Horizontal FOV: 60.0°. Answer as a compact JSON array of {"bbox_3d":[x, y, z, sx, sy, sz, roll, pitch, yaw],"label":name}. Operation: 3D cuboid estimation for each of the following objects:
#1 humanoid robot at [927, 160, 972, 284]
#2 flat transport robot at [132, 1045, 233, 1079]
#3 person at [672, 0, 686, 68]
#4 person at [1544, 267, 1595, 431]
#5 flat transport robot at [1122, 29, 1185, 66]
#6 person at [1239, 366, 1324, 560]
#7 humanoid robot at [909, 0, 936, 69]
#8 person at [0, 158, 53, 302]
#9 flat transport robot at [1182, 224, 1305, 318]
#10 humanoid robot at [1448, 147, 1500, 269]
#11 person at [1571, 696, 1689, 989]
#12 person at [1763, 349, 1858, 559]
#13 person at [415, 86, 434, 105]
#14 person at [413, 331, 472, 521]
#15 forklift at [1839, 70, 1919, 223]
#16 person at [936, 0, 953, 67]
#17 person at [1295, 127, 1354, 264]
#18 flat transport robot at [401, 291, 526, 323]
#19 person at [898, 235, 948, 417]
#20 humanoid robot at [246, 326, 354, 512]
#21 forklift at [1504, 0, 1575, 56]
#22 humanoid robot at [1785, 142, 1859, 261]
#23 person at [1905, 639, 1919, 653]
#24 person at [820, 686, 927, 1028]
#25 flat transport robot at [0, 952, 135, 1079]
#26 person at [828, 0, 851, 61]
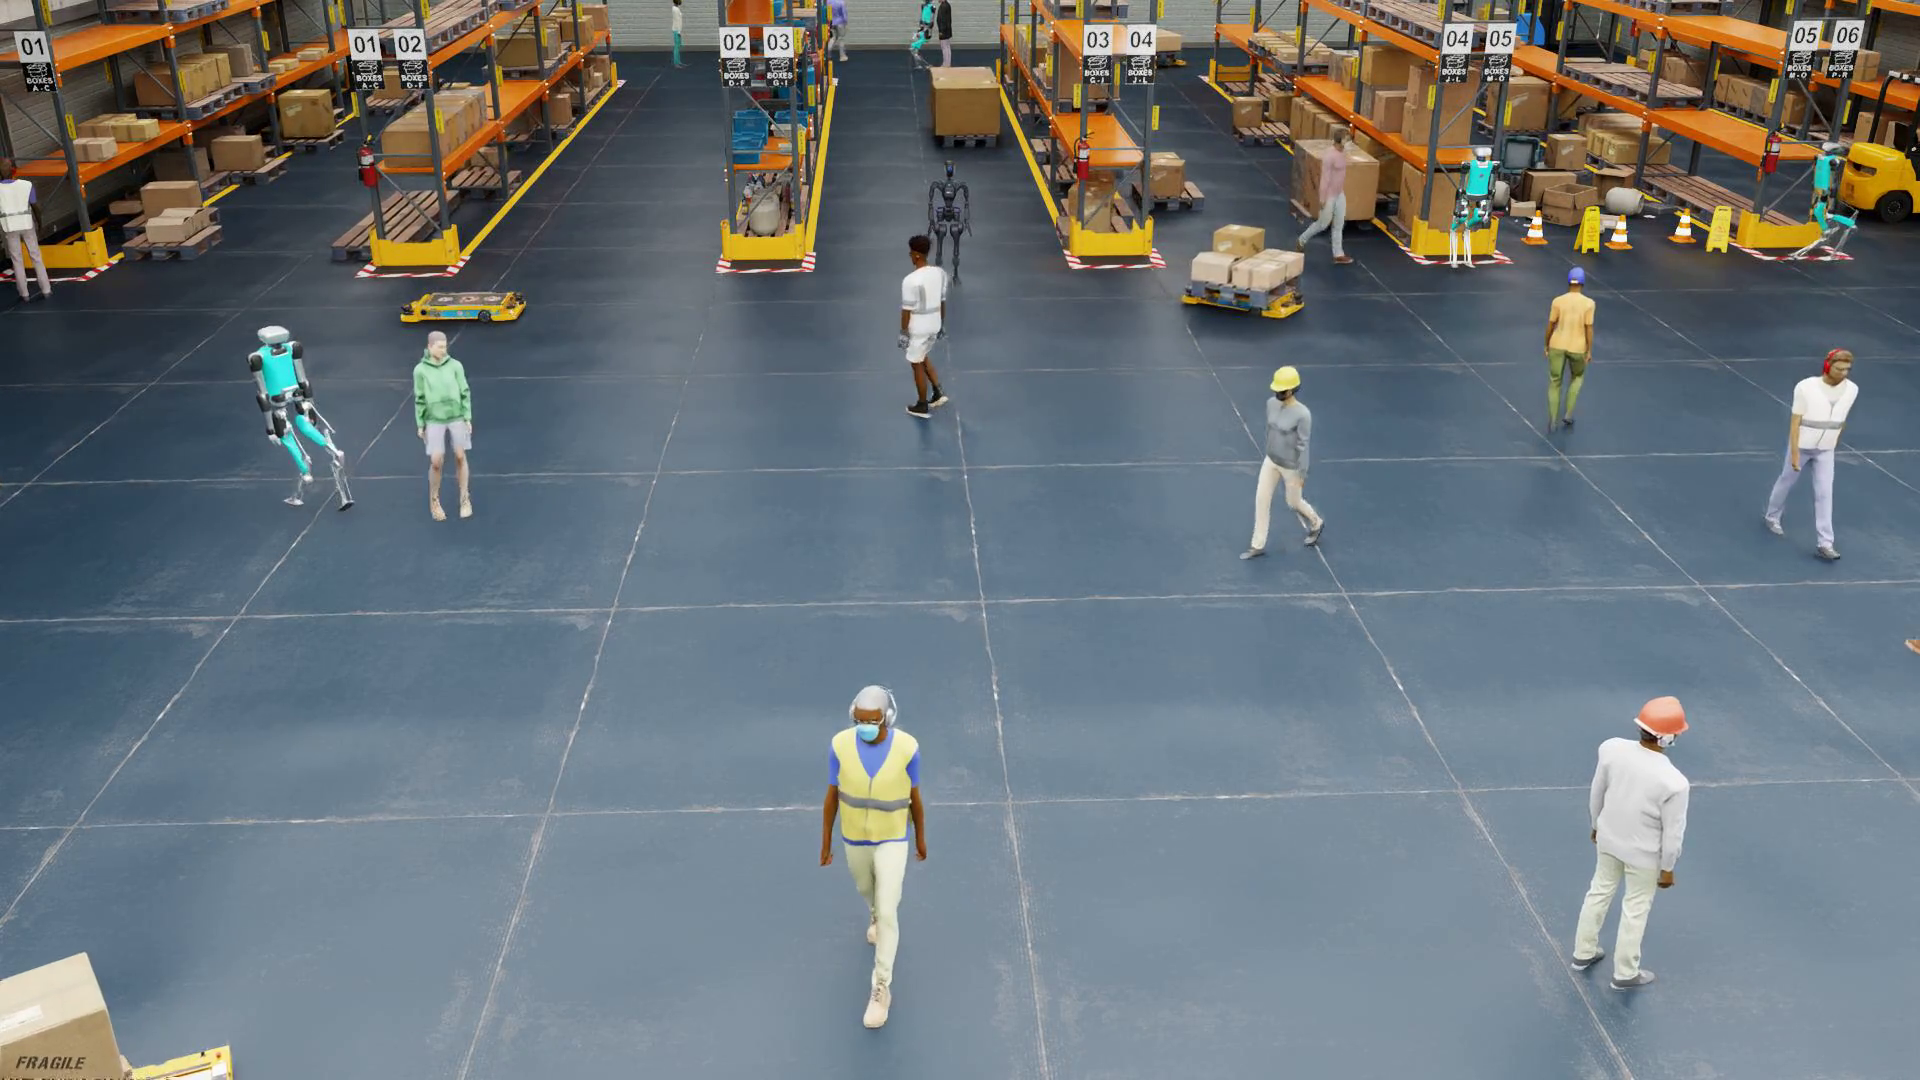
[{"bbox_3d":[-0.141,-4.260,22.294,0.599,1.659,0.315,-1,24,-2],"label":"humanoid robot"},{"bbox_3d":[-3.790,2.930,7.888,0.659,0.231,1.431,-10,26,-22],"label":"flat transport robot"},{"bbox_3d":[-6.860,-12.426,40.555,0.329,1.765,0.531,-4,24,-10],"label":"person"},{"bbox_3d":[6.284,-1.985,17.159,0.491,1.696,0.568,11,26,23],"label":"person"},{"bbox_3d":[4.775,-11.804,40.997,1.431,0.231,0.659,-8,25,-17],"label":"flat transport robot"},{"bbox_3d":[2.819,-0.681,14.209,0.807,1.730,0.525,-16,29,-32],"label":"person"},{"bbox_3d":[-0.967,-12.085,39.819,0.933,1.738,0.531,-15,28,-31],"label":"humanoid robot"},{"bbox_3d":[-12.193,-4.014,21.553,0.569,1.843,0.374,-15,28,-31],"label":"person"},{"bbox_3d":[3.661,-3.123,21.490,1.431,0.231,0.659,15,28,30],"label":"flat transport robot"},{"bbox_3d":[6.974,-4.586,22.802,0.533,1.681,0.735,-1,24,-2],"label":"humanoid robot"},{"bbox_3d":[3.650,1.630,8.997,0.383,1.749,0.574,-13,27,-26],"label":"person"},{"bbox_3d":[7.389,-0.779,14.346,0.567,1.791,0.954,0,24,-1],"label":"person"},{"bbox_3d":[-11.512,-10.193,35.416,0.505,1.863,0.372,-1,24,-3],"label":"person"},{"bbox_3d":[-4.646,-1.038,15.009,0.481,1.734,0.411,-11,26,-23],"label":"person"},{"bbox_3d":[15.132,-6.143,25.915,2.313,2.155,1.214,-1,24,-2],"label":"forklift"},{"bbox_3d":[-0.377,-12.301,40.160,0.406,1.854,0.544,6,25,14],"label":"person"},{"bbox_3d":[5.178,-4.831,23.310,0.813,1.919,0.646,20,31,38],"label":"person"},{"bbox_3d":[-6.295,-2.951,21.104,1.431,0.231,0.659,-1,24,-2],"label":"flat transport robot"},{"bbox_3d":[-0.415,-2.232,17.427,0.428,1.951,0.604,17,29,33],"label":"person"},{"bbox_3d":[-5.885,-1.014,15.027,1.038,1.779,0.530,15,28,31],"label":"humanoid robot"},{"bbox_3d":[14.700,-13.805,42.301,1.873,2.768,1.129,-1,24,-2],"label":"forklift"},{"bbox_3d":[12.111,-4.639,23.083,0.996,1.734,0.546,-1,24,-2],"label":"humanoid robot"},{"bbox_3d":[7.583,0.130,12.233,0.882,1.849,0.586,6,25,13],"label":"person"},{"bbox_3d":[-0.459,1.576,8.992,0.552,1.851,0.976,3,24,7],"label":"person"},{"bbox_3d":[-4.341,3.036,7.650,0.659,0.231,1.431,-19,30,-37],"label":"flat transport robot"},{"bbox_3d":[-3.052,-12.869,41.524,0.624,1.785,0.599,14,28,29],"label":"person"}]
